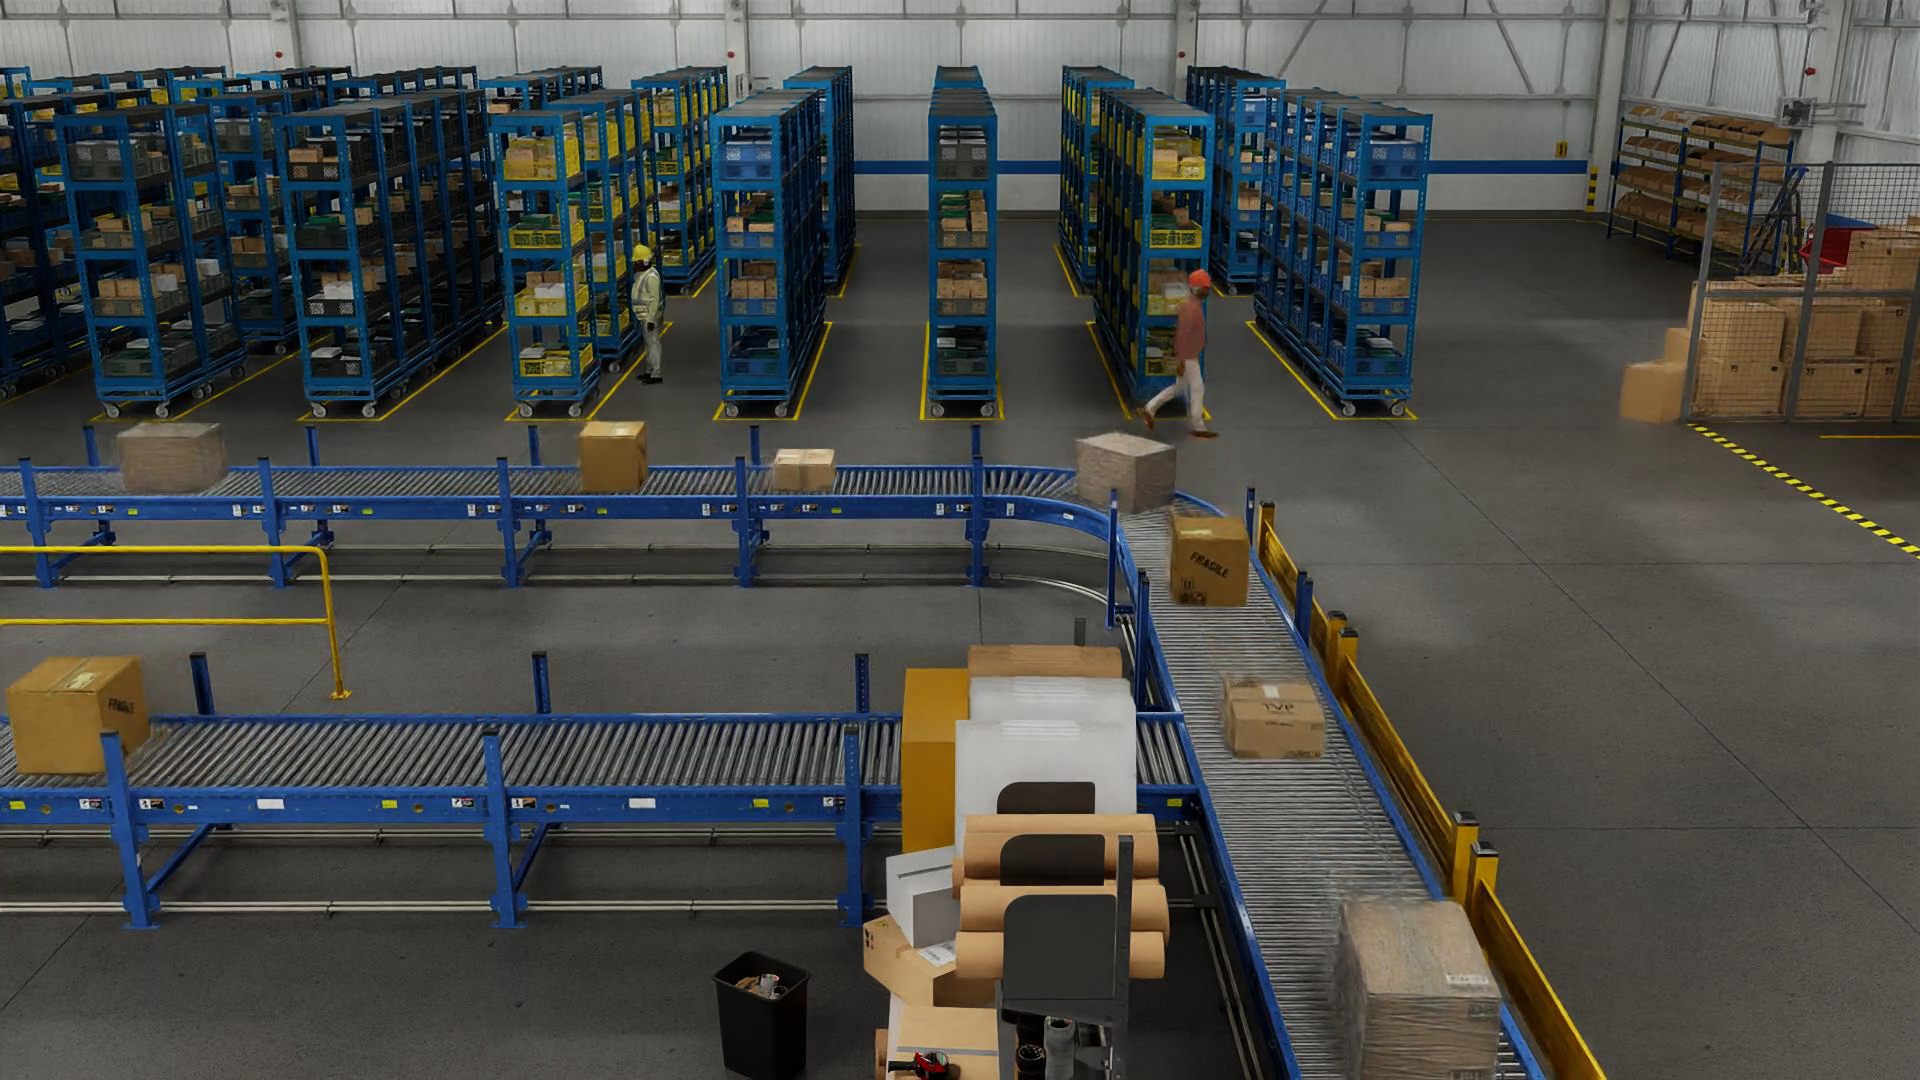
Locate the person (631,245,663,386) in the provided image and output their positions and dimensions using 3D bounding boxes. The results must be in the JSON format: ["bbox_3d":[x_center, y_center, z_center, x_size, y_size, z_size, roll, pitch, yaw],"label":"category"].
[{"bbox_3d":[-4.087,-2.945,21.749,0.404,1.830,0.588,-7,19,-20],"label":"person"}]

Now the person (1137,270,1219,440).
[{"bbox_3d":[2.520,-2.131,19.055,0.916,1.963,0.629,5,19,15],"label":"person"}]

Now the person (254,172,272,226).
[{"bbox_3d":[-14.114,-6.824,33.669,0.389,1.846,0.565,-3,18,-11],"label":"person"}]
